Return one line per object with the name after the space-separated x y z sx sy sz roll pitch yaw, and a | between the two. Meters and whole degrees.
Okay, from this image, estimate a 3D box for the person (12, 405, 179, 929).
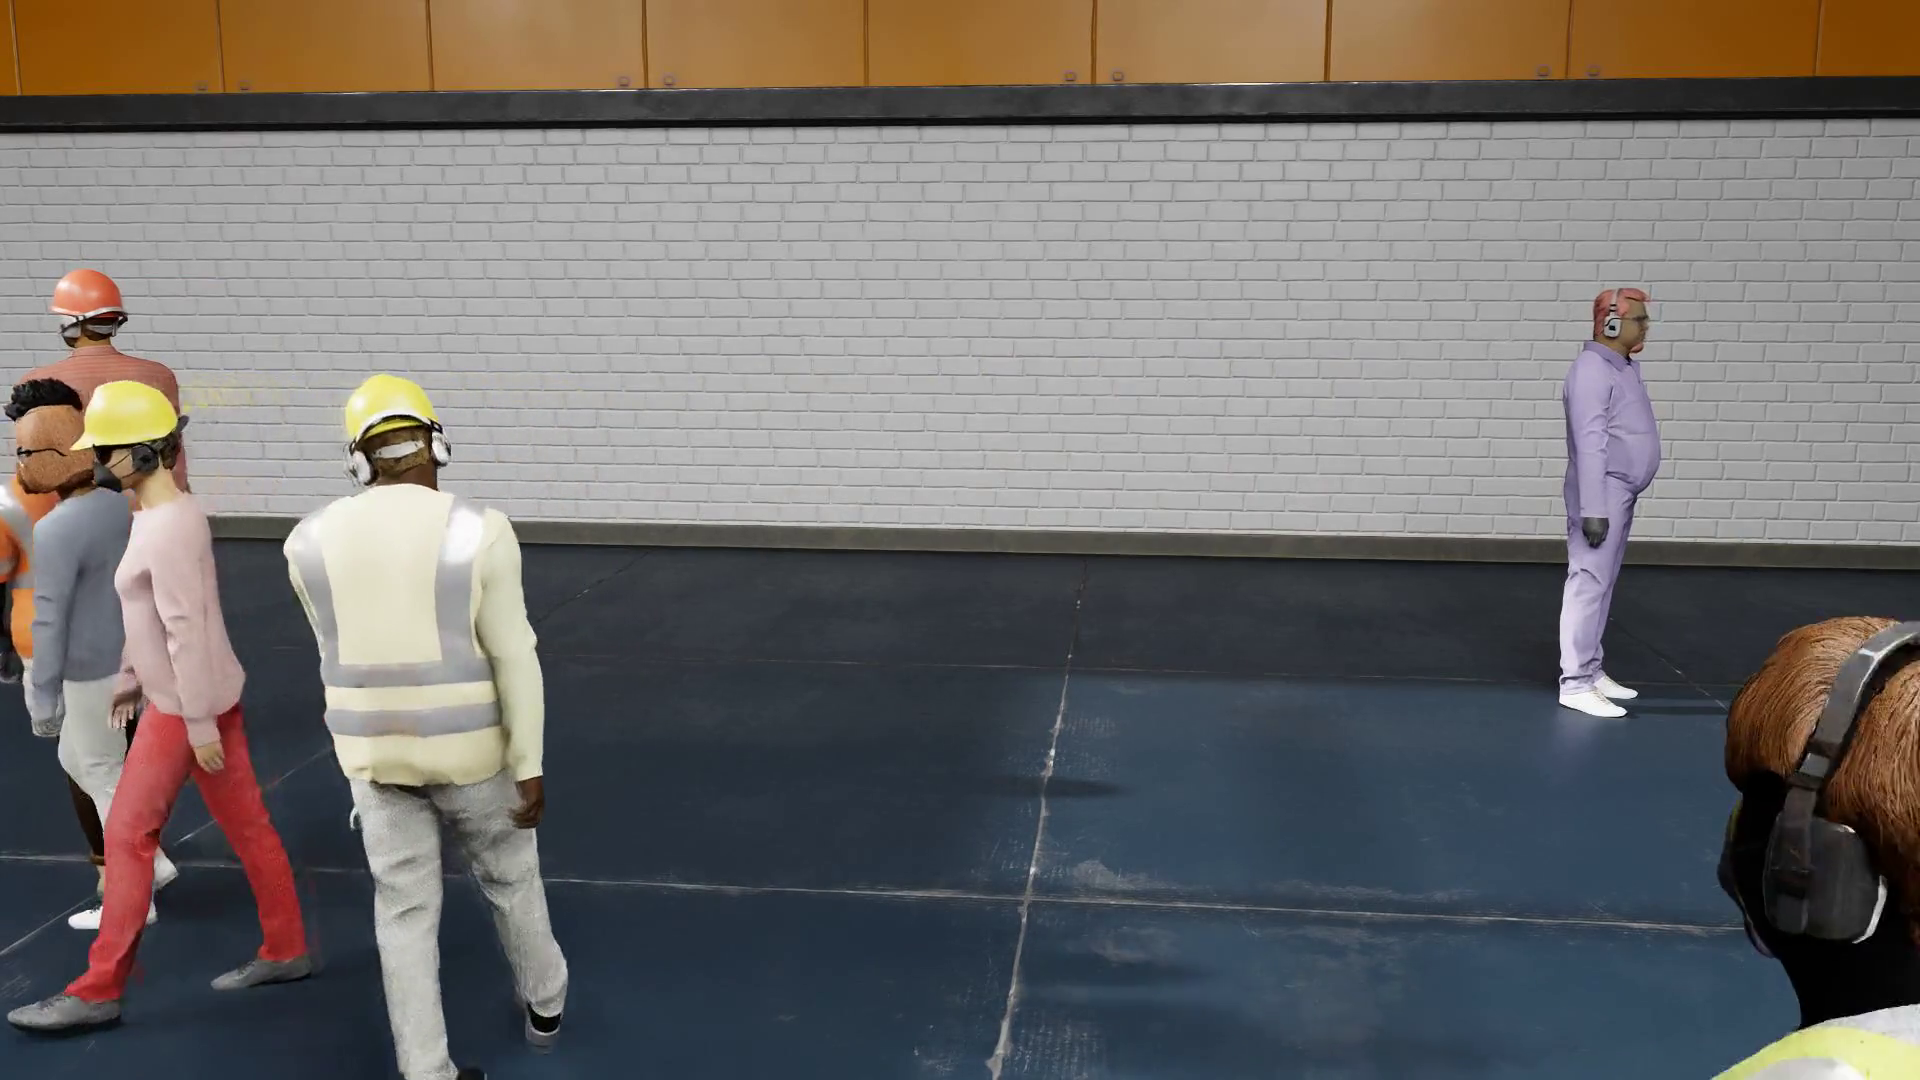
-2.631 0.399 5.009 0.343 1.615 0.534 -1 10 -6 | person

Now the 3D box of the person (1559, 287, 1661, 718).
2.924 -0.176 7.500 0.411 1.910 0.643 6 11 29 | person

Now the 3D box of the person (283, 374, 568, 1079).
-1.272 0.485 4.098 0.617 1.774 0.782 1 10 3 | person

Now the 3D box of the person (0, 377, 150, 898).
-2.871 0.311 5.379 0.545 1.660 0.750 -8 13 -39 | person

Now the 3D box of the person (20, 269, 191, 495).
-3.405 -0.075 6.665 0.372 1.997 0.622 9 13 41 | person

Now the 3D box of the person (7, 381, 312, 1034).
-2.204 0.446 4.464 0.837 1.730 0.529 -3 10 -19 | person

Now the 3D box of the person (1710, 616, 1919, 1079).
0.623 0.940 1.392 0.651 1.807 0.866 -5 11 -25 | person
